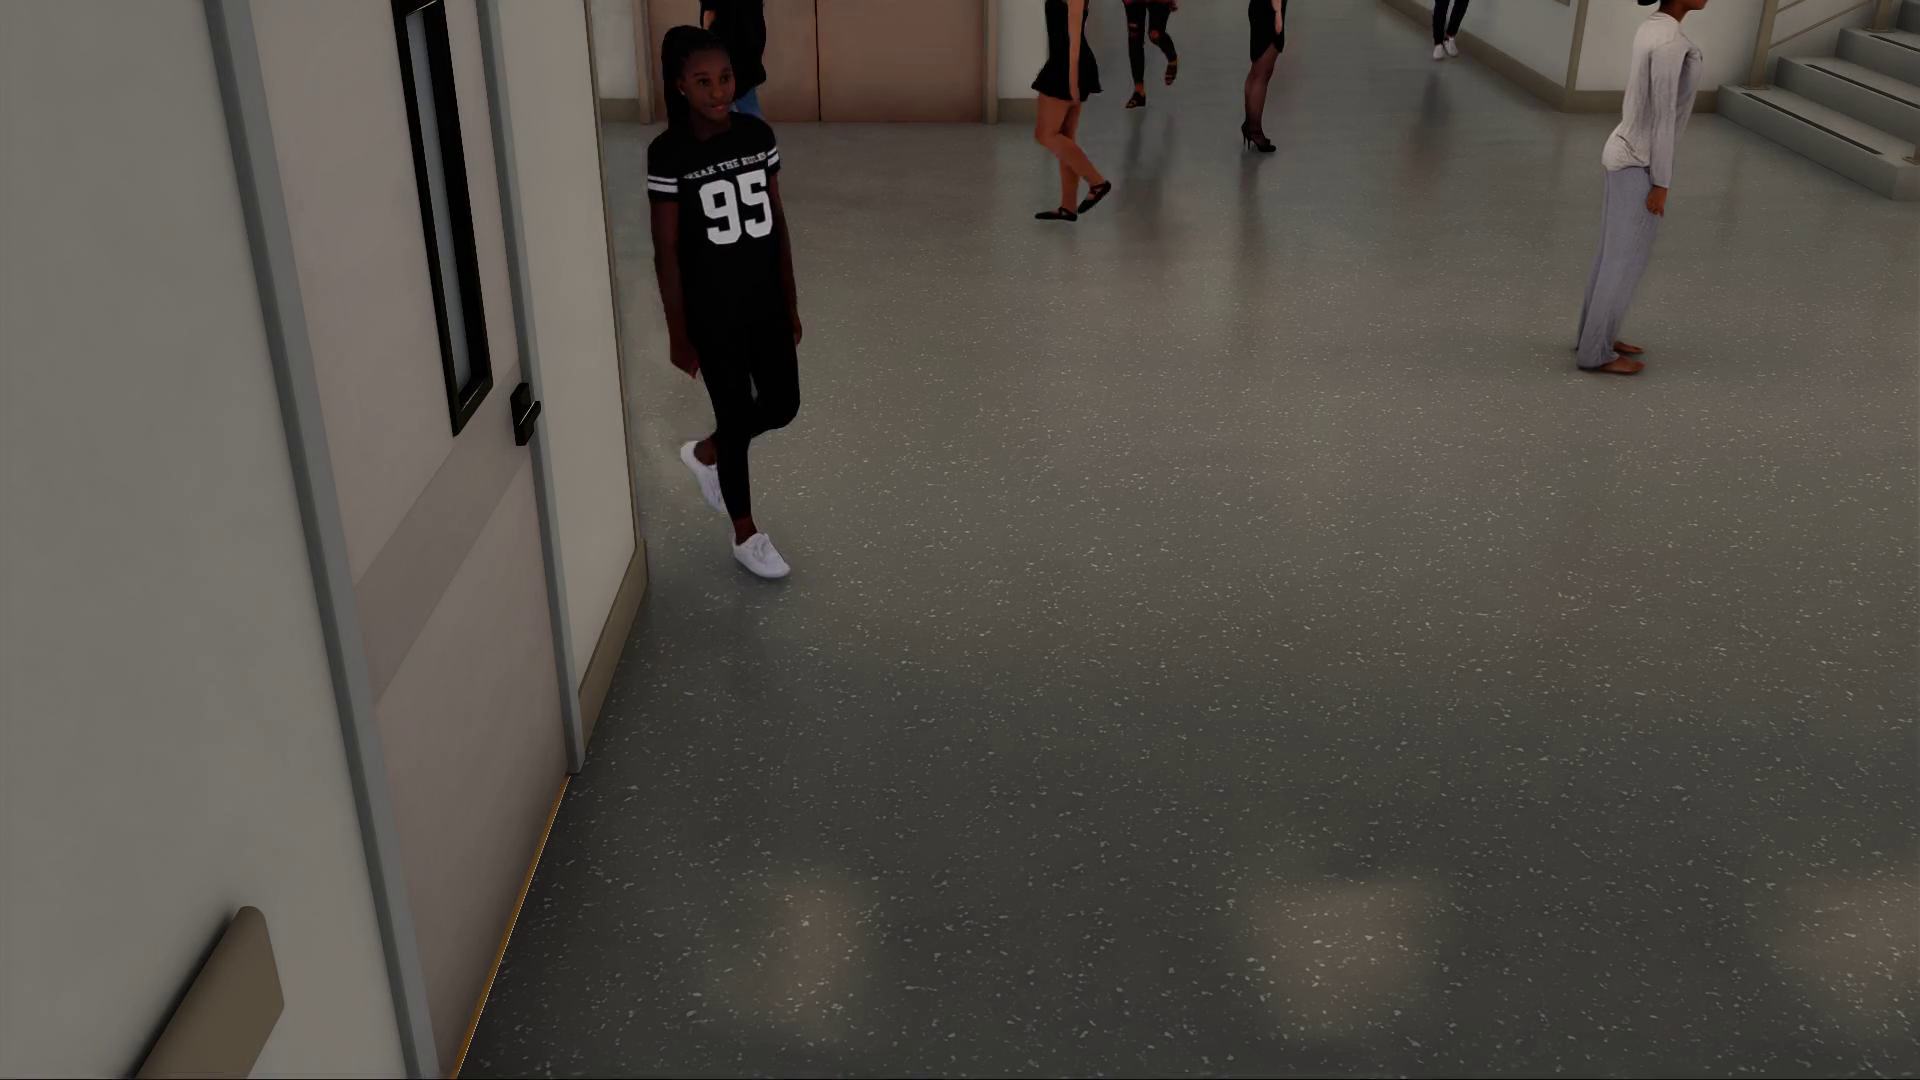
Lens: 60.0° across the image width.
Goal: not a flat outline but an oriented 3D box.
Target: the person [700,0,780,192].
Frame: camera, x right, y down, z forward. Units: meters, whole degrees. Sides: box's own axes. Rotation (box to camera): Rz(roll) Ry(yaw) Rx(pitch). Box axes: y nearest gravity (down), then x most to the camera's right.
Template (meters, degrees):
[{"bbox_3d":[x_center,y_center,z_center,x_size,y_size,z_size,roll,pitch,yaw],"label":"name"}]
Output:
[{"bbox_3d":[-1.218,-2.840,9.693,1.031,1.662,0.866,12,28,24],"label":"person"}]

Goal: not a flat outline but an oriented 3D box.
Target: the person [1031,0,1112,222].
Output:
[{"bbox_3d":[0.668,-2.552,9.094,0.706,1.665,0.619,3,26,6],"label":"person"}]

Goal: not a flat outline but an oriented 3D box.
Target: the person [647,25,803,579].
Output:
[{"bbox_3d":[-0.776,-0.731,5.257,0.908,1.717,0.959,-22,33,-37],"label":"person"}]

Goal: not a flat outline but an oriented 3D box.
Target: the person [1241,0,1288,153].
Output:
[{"bbox_3d":[2.008,-3.426,10.858,0.520,1.706,0.603,2,26,5],"label":"person"}]

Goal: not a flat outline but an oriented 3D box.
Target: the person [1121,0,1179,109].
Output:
[{"bbox_3d":[1.409,-4.025,12.119,0.913,1.690,0.925,16,30,30],"label":"person"}]

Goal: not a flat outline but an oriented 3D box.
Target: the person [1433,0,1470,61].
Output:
[{"bbox_3d":[4.123,-4.875,13.966,0.534,1.617,0.676,2,26,3],"label":"person"}]

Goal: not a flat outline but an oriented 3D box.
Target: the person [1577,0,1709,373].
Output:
[{"bbox_3d":[2.860,-1.586,7.013,0.610,1.733,0.659,5,26,10],"label":"person"}]
